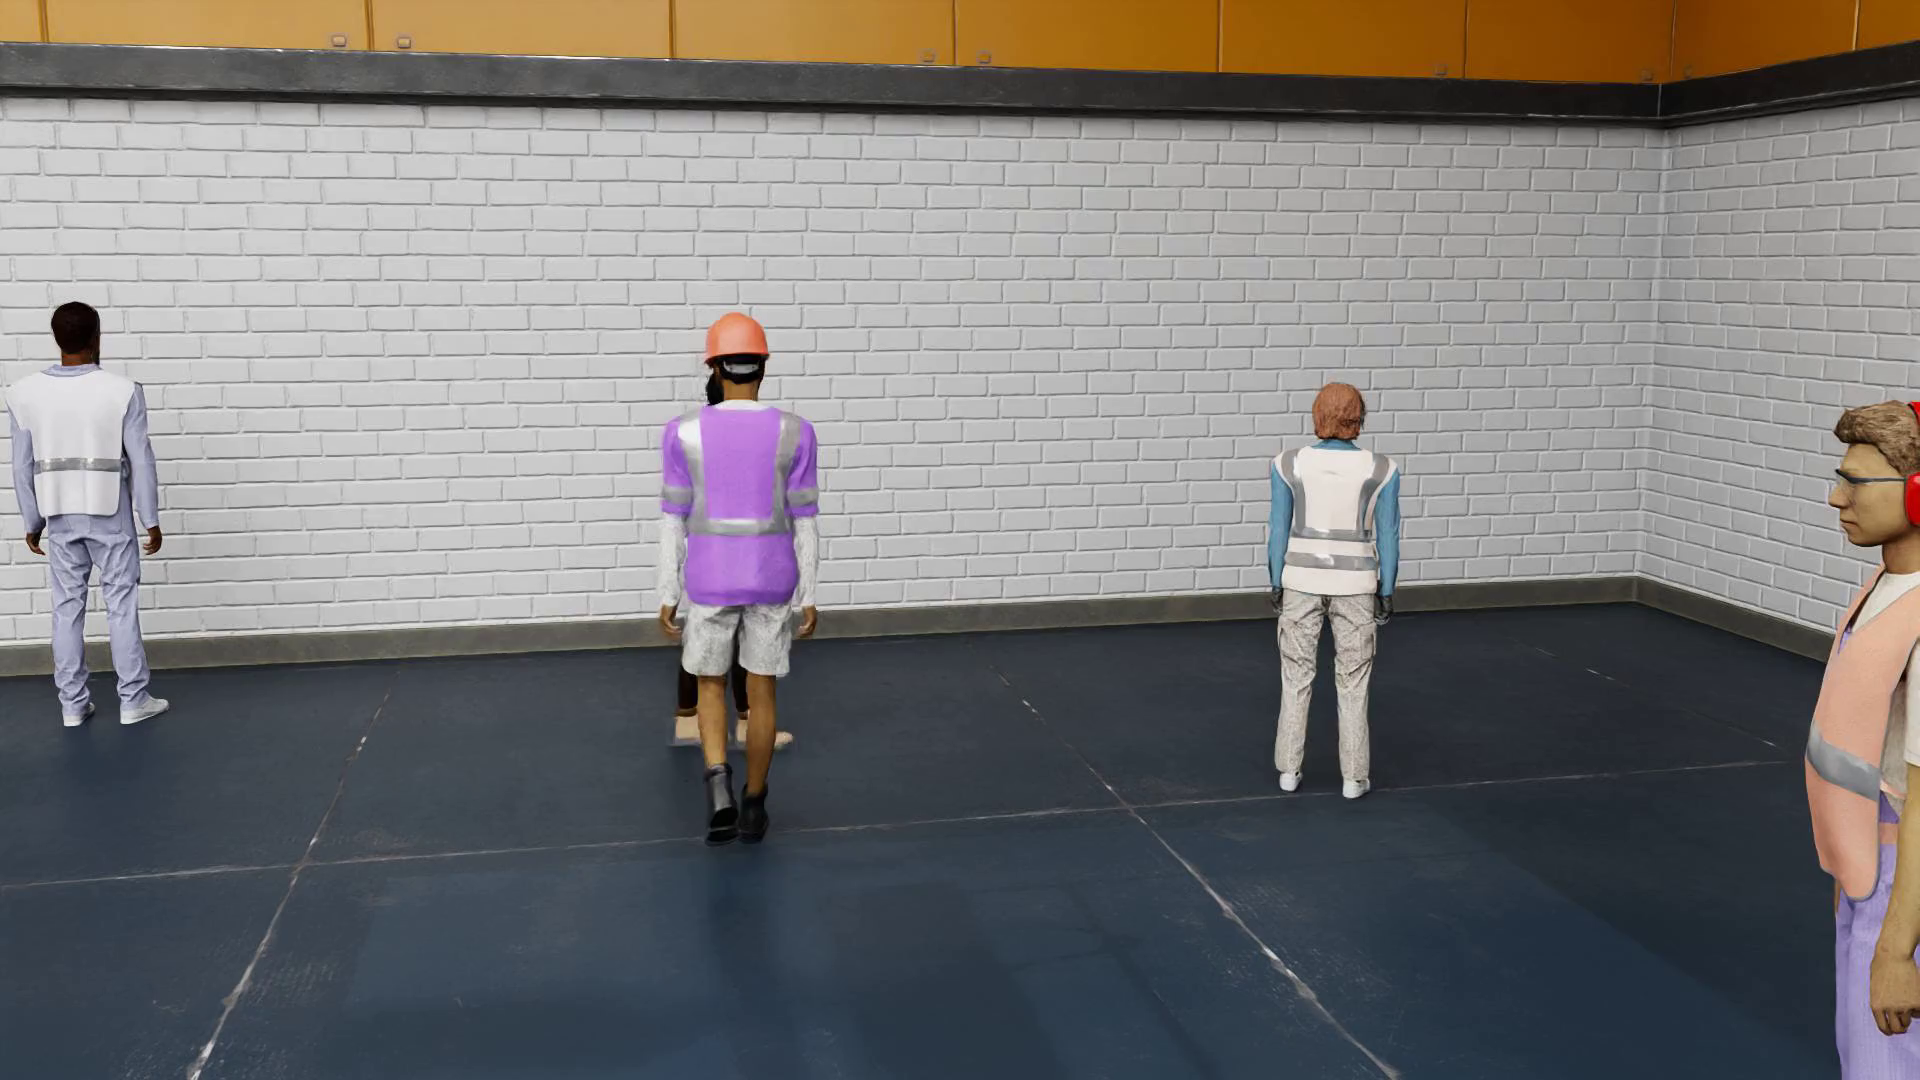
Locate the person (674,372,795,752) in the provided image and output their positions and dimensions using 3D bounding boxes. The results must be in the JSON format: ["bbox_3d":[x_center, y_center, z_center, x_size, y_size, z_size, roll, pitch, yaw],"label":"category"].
[{"bbox_3d":[-0.948,0.078,7.097,0.657,1.666,0.547,0,9,-1],"label":"person"}]

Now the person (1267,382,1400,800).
[{"bbox_3d":[1.448,0.201,6.506,0.510,1.630,0.319,3,10,16],"label":"person"}]

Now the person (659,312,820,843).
[{"bbox_3d":[-0.771,0.164,5.854,0.565,1.918,0.575,-1,9,-6],"label":"person"}]

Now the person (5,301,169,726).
[{"bbox_3d":[-3.926,-0.108,7.506,0.597,1.918,0.383,-1,9,-7],"label":"person"}]

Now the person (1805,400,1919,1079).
[{"bbox_3d":[1.756,0.661,3.088,0.389,1.837,0.560,4,10,23],"label":"person"}]
